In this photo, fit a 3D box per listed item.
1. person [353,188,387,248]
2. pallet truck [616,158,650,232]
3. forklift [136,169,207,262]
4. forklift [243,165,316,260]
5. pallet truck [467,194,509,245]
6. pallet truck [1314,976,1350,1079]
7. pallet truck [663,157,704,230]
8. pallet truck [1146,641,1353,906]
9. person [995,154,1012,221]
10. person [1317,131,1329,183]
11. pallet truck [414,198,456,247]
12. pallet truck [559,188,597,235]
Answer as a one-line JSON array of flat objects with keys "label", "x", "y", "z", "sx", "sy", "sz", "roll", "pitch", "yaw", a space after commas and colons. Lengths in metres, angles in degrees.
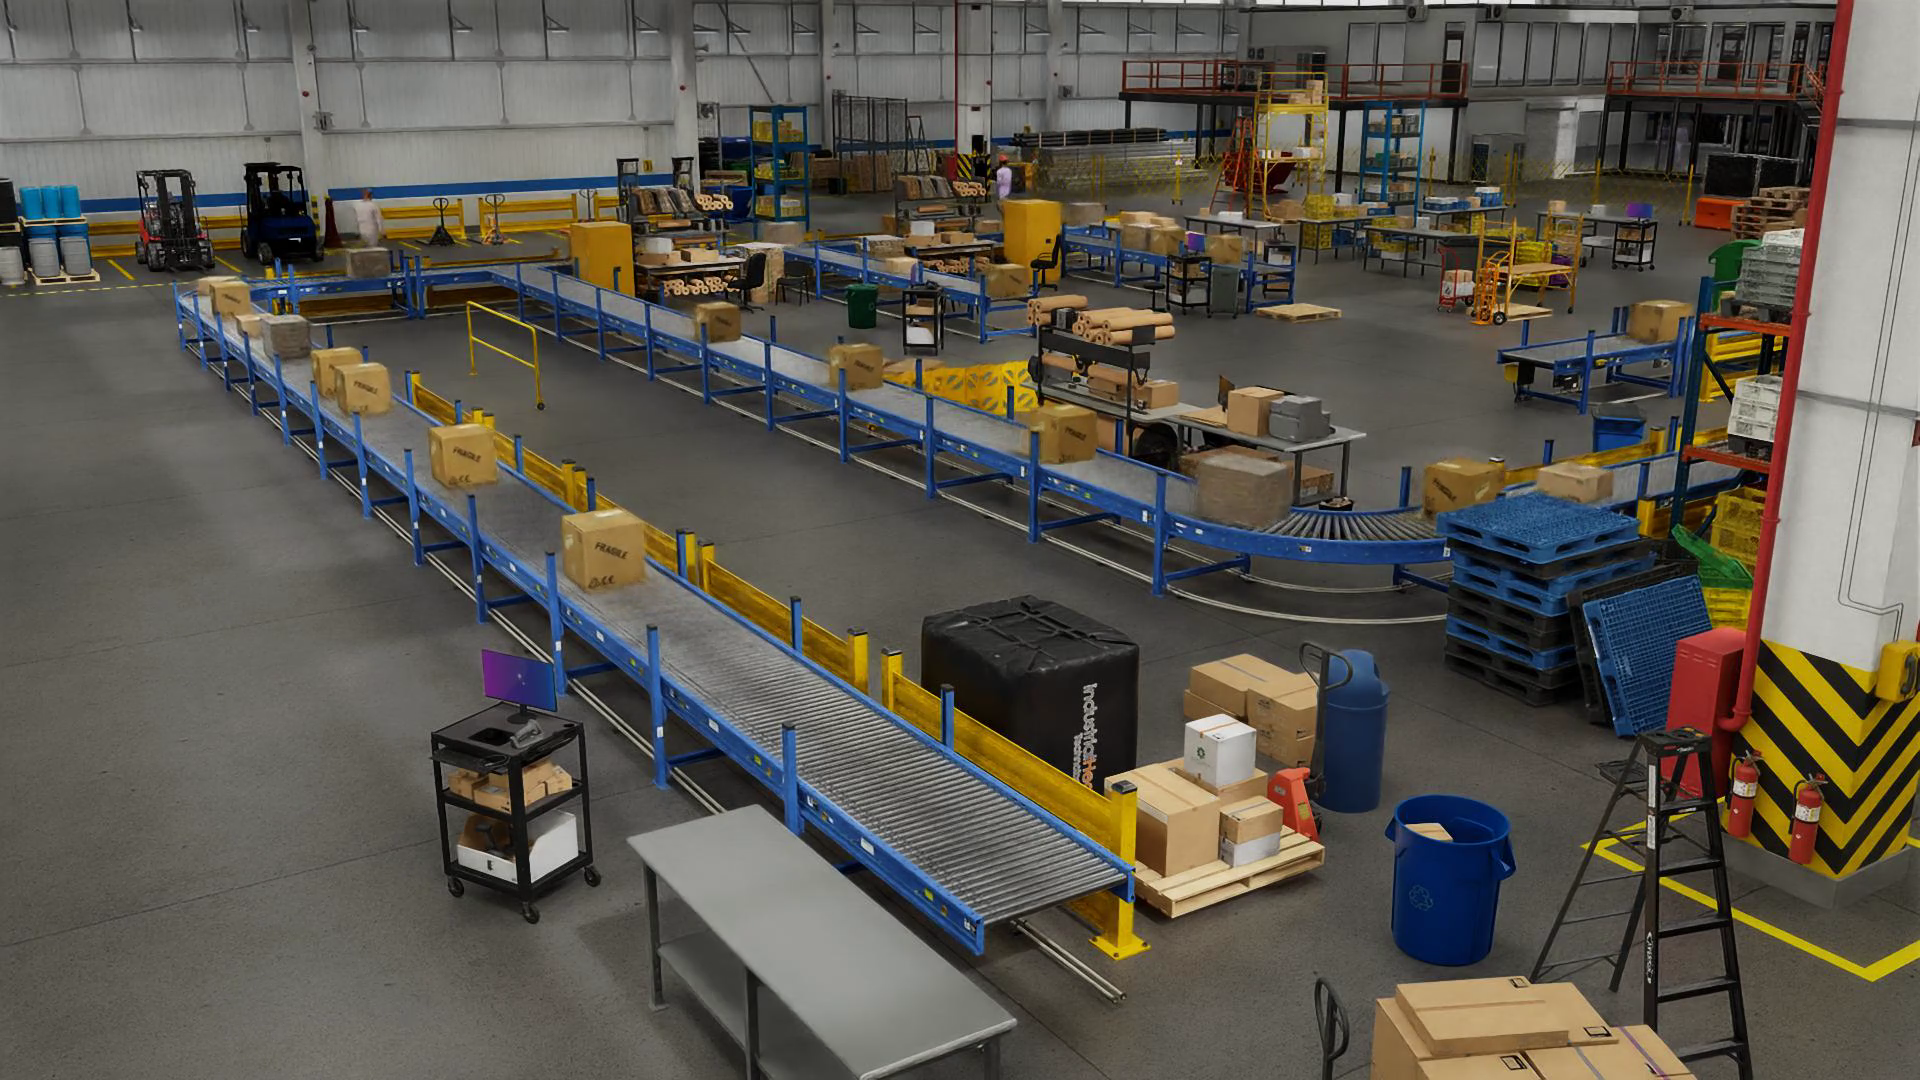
[{"label": "person", "x": -12.803, "y": -6.734, "z": 36.342, "sx": 0.676, "sy": 1.862, "sz": 0.965, "roll": 6, "pitch": 18, "yaw": 20}, {"label": "pallet truck", "x": -8.918, "y": -9.176, "z": 44.255, "sx": 0.823, "sy": 1.965, "sz": 1.885, "roll": -9, "pitch": 19, "yaw": -27}, {"label": "forklift", "x": -17.842, "y": -7.318, "z": 37.559, "sx": 1.157, "sy": 1.987, "sz": 2.680, "roll": -10, "pitch": 20, "yaw": -31}, {"label": "forklift", "x": -15.898, "y": -7.669, "z": 38.708, "sx": 1.157, "sy": 1.987, "sz": 2.680, "roll": -11, "pitch": 20, "yaw": -33}, {"label": "pallet truck", "x": -11.983, "y": -8.177, "z": 42.137, "sx": 0.704, "sy": 1.261, "sz": 1.522, "roll": -11, "pitch": 20, "yaw": -33}, {"label": "pallet truck", "x": 2.299, "y": 2.390, "z": 7.086, "sx": 1.601, "sy": 1.201, "sz": 0.680, "roll": -2, "pitch": 17, "yaw": -7}, {"label": "pallet truck", "x": -7.586, "y": -9.308, "z": 44.692, "sx": 0.823, "sy": 1.965, "sz": 1.885, "roll": -11, "pitch": 20, "yaw": -33}, {"label": "pallet truck", "x": 1.664, "y": 1.407, "z": 10.232, "sx": 1.630, "sy": 1.274, "sz": 0.653, "roll": -10, "pitch": 20, "yaw": -31}, {"label": "person", "x": 1.210, "y": -9.399, "z": 44.952, "sx": 0.657, "sy": 2.026, "sz": 0.613, "roll": 13, "pitch": 21, "yaw": 37}, {"label": "person", "x": 13.101, "y": -13.749, "z": 59.688, "sx": 0.604, "sy": 1.864, "sz": 0.618, "roll": 9, "pitch": 19, "yaw": 28}, {"label": "pallet truck", "x": -13.250, "y": -8.060, "z": 41.856, "sx": 0.680, "sy": 1.201, "sz": 1.601, "roll": -10, "pitch": 20, "yaw": -31}, {"label": "pallet truck", "x": -10.010, "y": -8.652, "z": 43.699, "sx": 0.653, "sy": 1.274, "sz": 1.630, "roll": -10, "pitch": 20, "yaw": -31}]
